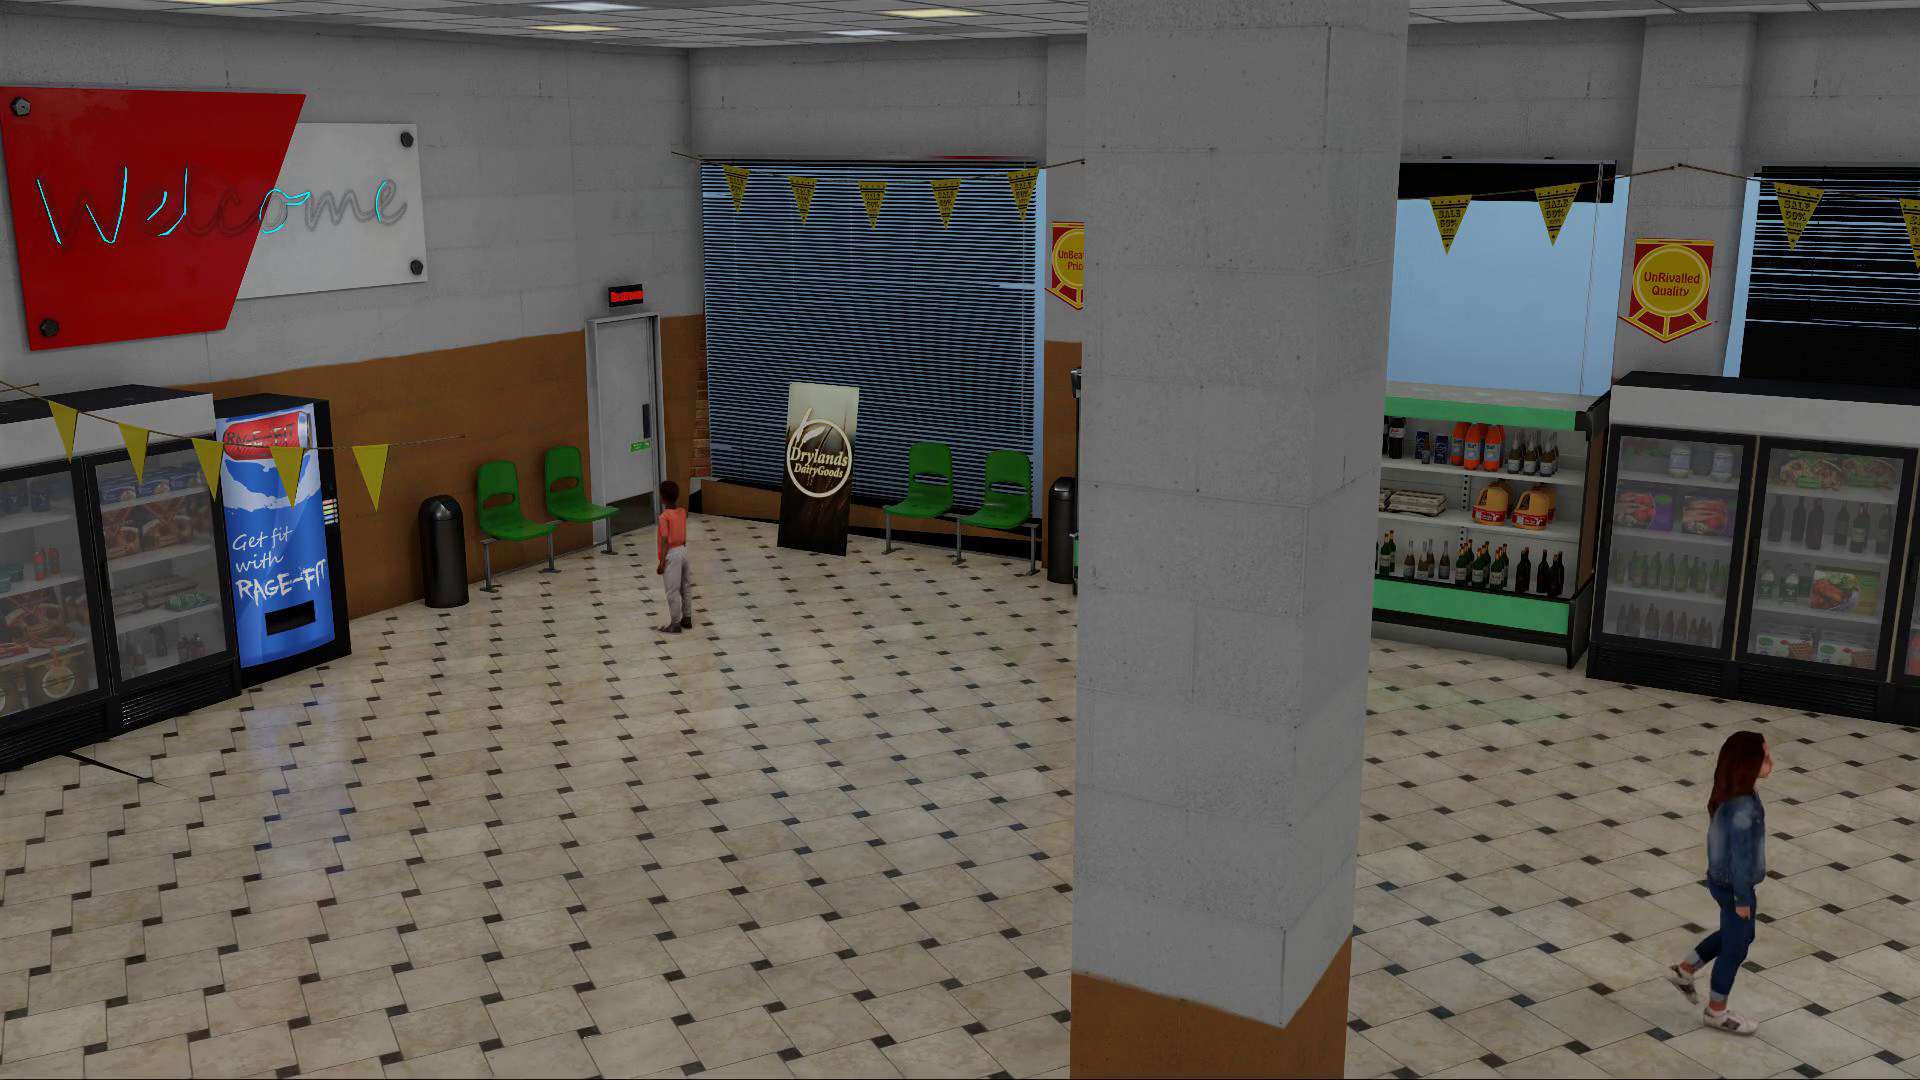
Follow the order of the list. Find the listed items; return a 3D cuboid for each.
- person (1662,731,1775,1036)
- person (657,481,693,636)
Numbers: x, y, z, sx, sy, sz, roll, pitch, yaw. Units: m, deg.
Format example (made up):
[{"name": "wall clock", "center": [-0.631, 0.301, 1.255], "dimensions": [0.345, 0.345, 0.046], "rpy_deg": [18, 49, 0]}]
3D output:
[{"name": "person", "center": [3.534, 1.584, 7.755], "dimensions": [0.695, 1.467, 0.631], "rpy_deg": [5, 14, 20]}, {"name": "person", "center": [-2.405, 0.140, 14.042], "dimensions": [0.471, 1.310, 0.487], "rpy_deg": [8, 16, 31]}]
